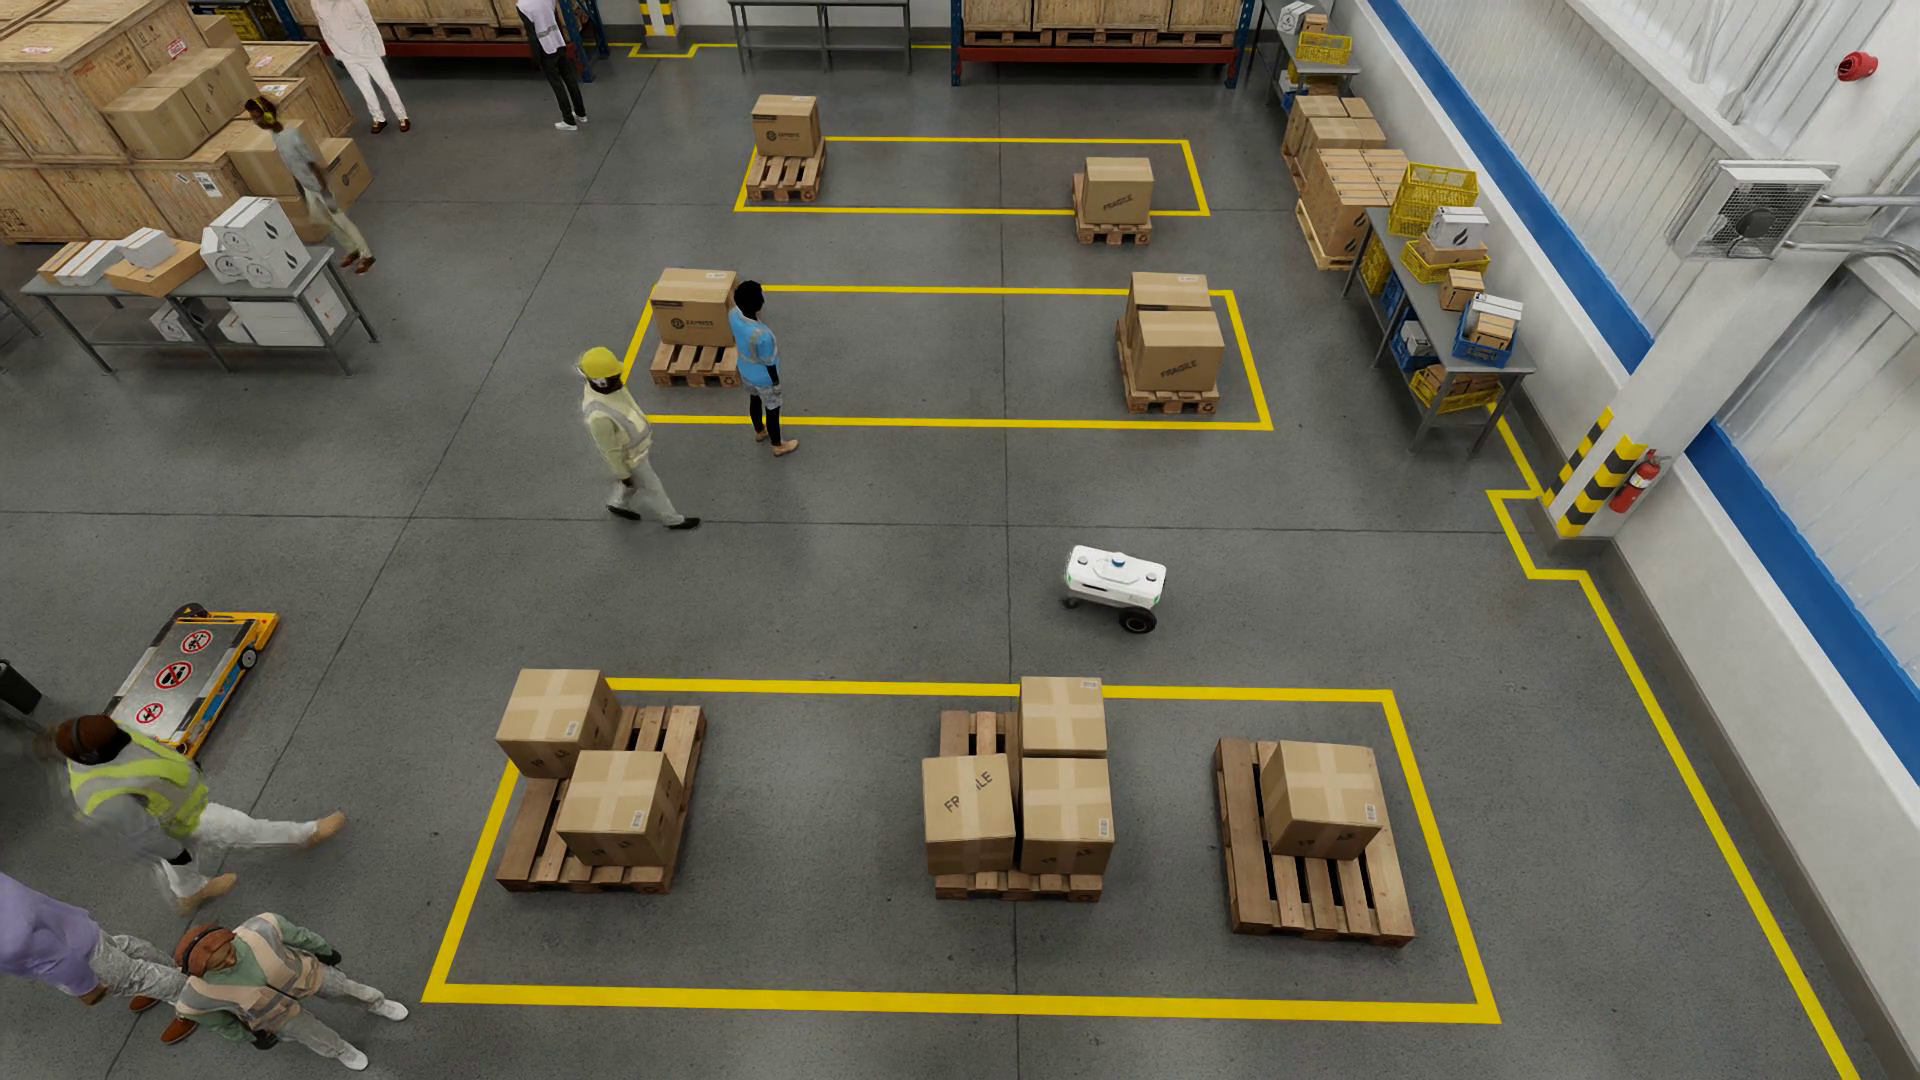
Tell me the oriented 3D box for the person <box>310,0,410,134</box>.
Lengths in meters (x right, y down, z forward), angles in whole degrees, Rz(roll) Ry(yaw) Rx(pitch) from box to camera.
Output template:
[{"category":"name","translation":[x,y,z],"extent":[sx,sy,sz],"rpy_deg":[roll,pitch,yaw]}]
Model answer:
[{"category":"person","translation":[-7.490,-6.055,11.409],"extent":[0.649,1.906,0.401],"rpy_deg":[-5,50,-4]}]

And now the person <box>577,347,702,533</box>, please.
[{"category":"person","translation":[-2.541,-0.713,6.953],"extent":[0.731,1.811,0.605],"rpy_deg":[-8,50,-7]}]

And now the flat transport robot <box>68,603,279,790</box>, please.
[{"category":"flat transport robot","translation":[-5.504,1.072,6.442],"extent":[0.652,0.197,1.431],"rpy_deg":[1,50,1]}]

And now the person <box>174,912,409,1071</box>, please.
[{"category":"person","translation":[-3.335,2.250,4.560],"extent":[0.313,1.634,0.514],"rpy_deg":[19,52,15]}]

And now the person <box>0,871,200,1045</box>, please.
[{"category":"person","translation":[-4.455,2.040,4.539],"extent":[0.629,1.939,0.369],"rpy_deg":[27,55,21]}]

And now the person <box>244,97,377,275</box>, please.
[{"category":"person","translation":[-6.596,-3.587,9.365],"extent":[0.492,1.849,0.396],"rpy_deg":[26,55,21]}]

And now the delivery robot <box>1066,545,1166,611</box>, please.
[{"category":"delivery robot","translation":[1.161,0.279,6.869],"extent":[0.707,0.478,0.477],"rpy_deg":[14,51,11]}]

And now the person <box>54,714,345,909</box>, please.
[{"category":"person","translation":[-4.397,1.483,5.116],"extent":[0.944,1.788,0.646],"rpy_deg":[-33,57,-25]}]

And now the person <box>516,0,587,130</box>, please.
[{"category":"person","translation":[-5.142,-6.151,11.483],"extent":[0.392,1.919,0.590],"rpy_deg":[17,52,14]}]

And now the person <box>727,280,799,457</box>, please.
[{"category":"person","translation":[-1.651,-1.401,7.612],"extent":[0.319,1.690,0.529],"rpy_deg":[-35,58,-26]}]
